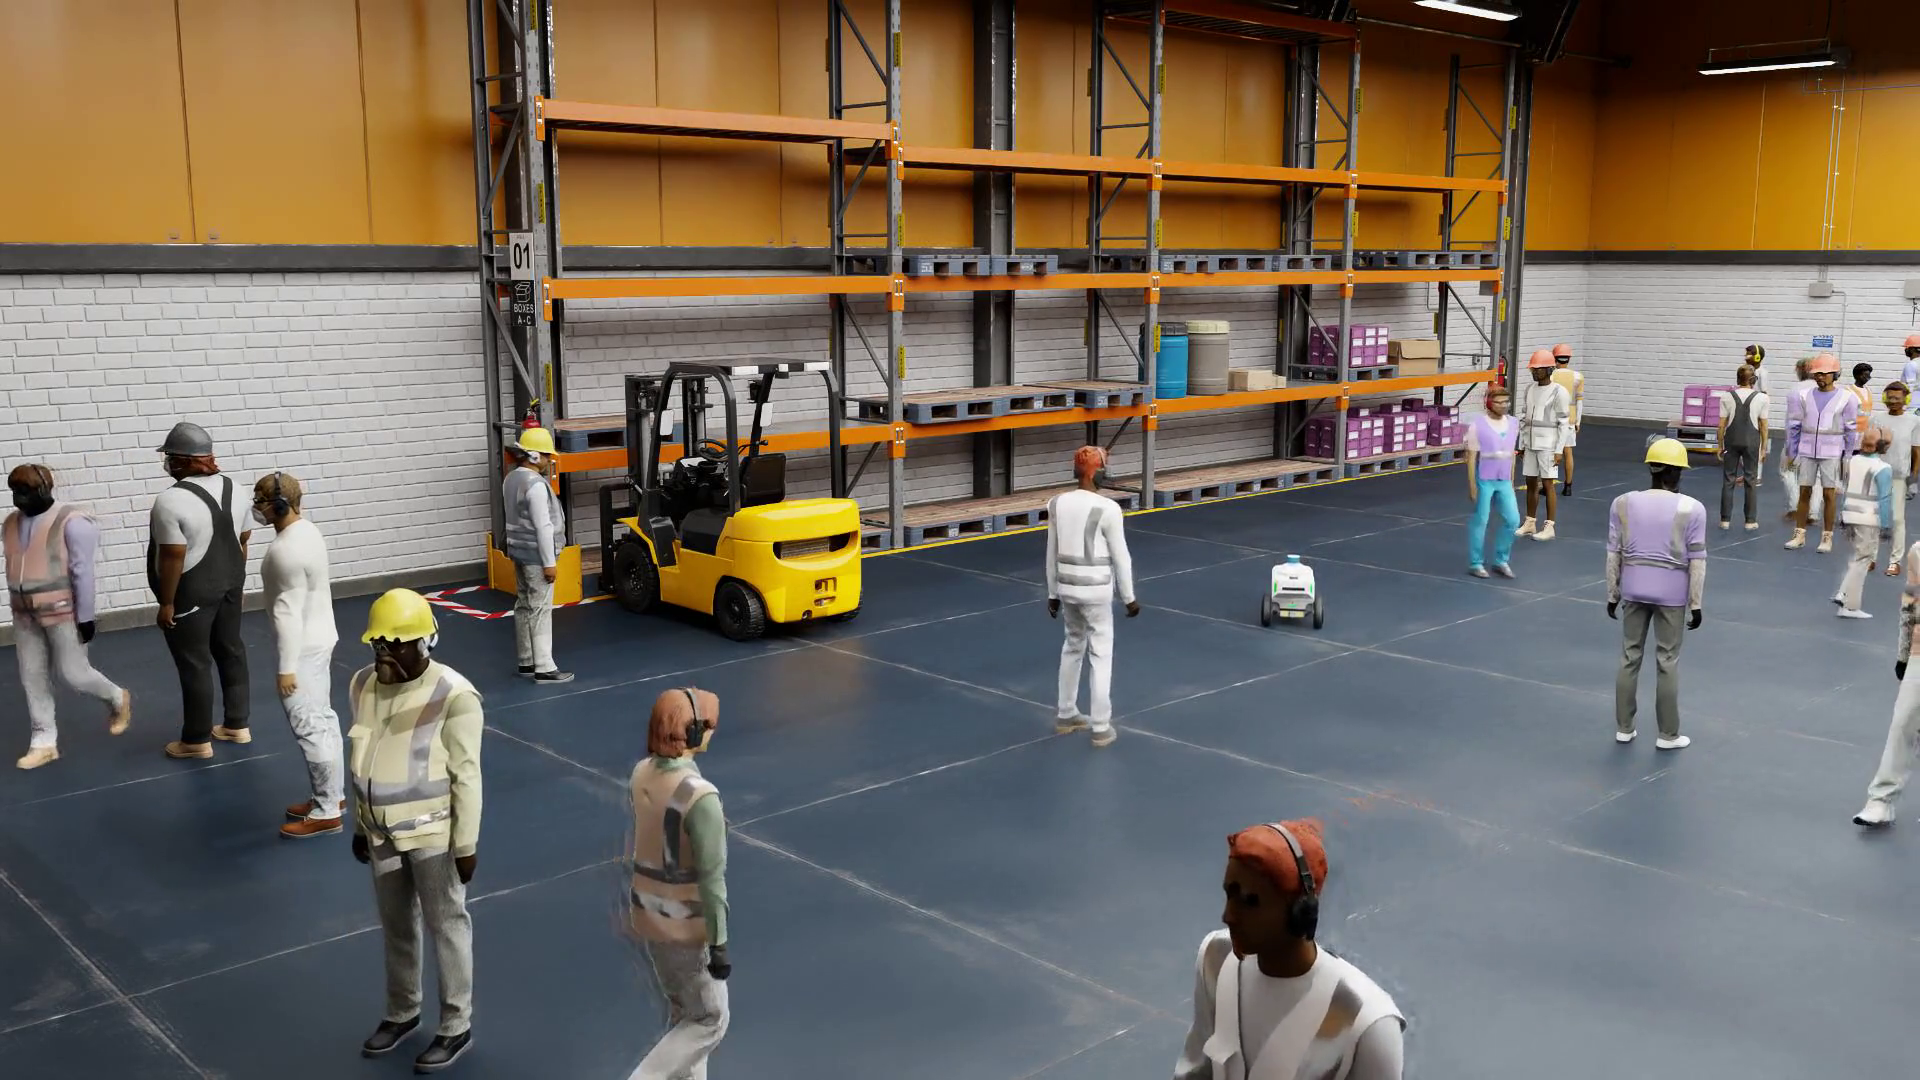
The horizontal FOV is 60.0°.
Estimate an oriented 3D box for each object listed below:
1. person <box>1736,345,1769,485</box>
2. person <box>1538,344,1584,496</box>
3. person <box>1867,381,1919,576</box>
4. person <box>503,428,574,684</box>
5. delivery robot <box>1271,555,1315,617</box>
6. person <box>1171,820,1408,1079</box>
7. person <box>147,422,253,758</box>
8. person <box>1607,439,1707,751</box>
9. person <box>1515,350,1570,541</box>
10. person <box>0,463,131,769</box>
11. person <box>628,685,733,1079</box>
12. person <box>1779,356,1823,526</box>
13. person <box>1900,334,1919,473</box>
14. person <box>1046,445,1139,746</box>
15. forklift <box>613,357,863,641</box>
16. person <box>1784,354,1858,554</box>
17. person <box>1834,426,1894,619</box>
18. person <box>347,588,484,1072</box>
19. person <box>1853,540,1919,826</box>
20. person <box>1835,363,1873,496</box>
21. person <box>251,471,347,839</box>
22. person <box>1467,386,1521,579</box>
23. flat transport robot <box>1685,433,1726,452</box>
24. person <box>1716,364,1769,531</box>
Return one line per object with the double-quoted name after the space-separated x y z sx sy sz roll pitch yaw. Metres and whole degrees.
10.511 -1.651 22.050 0.310 1.868 0.532 1 10 6 "person"
7.582 -1.514 21.056 0.543 1.934 0.368 1 10 6 "person"
8.856 -0.585 15.848 0.326 1.862 0.501 -9 14 -44 "person"
-3.017 0.111 11.868 0.403 1.822 0.588 -7 12 -36 "person"
2.758 0.369 13.787 0.477 0.478 0.707 2 10 10 "delivery robot"
0.626 1.510 3.617 0.927 1.836 0.600 -5 11 -28 "person"
-4.671 0.296 10.148 0.539 2.000 0.688 3 10 19 "person"
4.292 0.335 10.270 0.585 1.921 0.383 9 13 41 "person"
6.191 -1.010 17.786 0.390 2.040 0.614 -5 11 -26 "person"
-5.423 0.425 10.029 0.636 1.821 0.674 2 10 13 "person"
-0.986 1.295 5.534 0.521 1.620 0.544 -7 12 -36 "person"
9.546 -1.107 18.757 0.681 1.912 0.501 -2 10 -9 "person"
13.358 -1.917 23.402 0.551 1.937 0.357 -8 13 -40 "person"
0.804 0.340 10.382 0.417 1.873 0.582 -8 13 -40 "person"
-1.847 -0.414 13.852 1.214 2.155 2.313 -9 13 -42 "forklift"
8.807 -0.883 17.041 0.616 2.041 0.378 10 14 44 "person"
7.579 -0.138 13.907 0.393 1.623 0.548 -1 10 -5 "person"
-2.051 1.073 6.234 0.595 1.830 0.403 5 11 26 "person"
5.104 0.632 8.675 0.838 1.877 0.620 -5 11 -27 "person"
11.351 -1.400 21.097 0.531 1.692 0.320 -5 11 -29 "person"
-3.470 0.595 8.743 0.374 1.930 0.626 -2 10 -13 "person"
5.025 -0.521 15.554 0.610 1.821 0.617 -4 10 -22 "person"
11.915 -1.539 26.064 1.431 0.197 0.652 -5 11 -25 "flat transport robot"
8.673 -1.023 18.455 0.506 1.842 0.350 6 11 31 "person"
